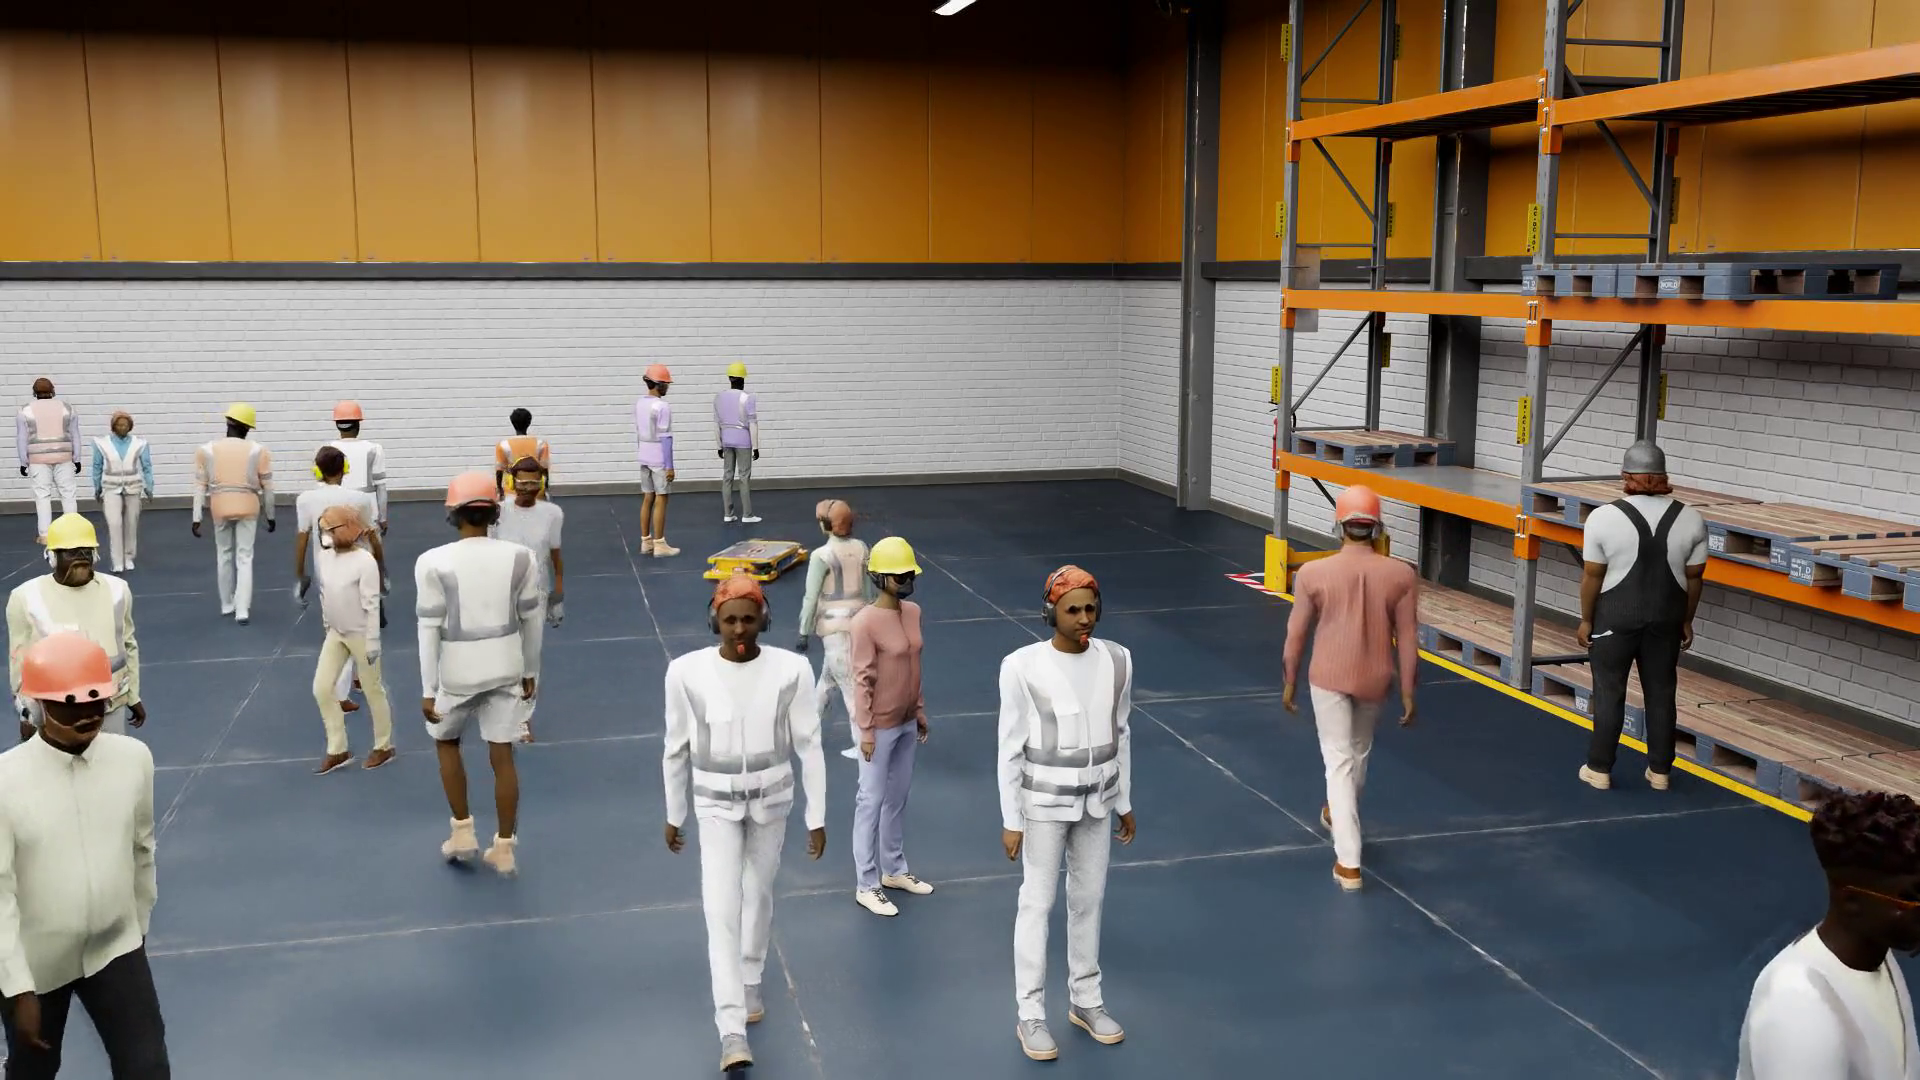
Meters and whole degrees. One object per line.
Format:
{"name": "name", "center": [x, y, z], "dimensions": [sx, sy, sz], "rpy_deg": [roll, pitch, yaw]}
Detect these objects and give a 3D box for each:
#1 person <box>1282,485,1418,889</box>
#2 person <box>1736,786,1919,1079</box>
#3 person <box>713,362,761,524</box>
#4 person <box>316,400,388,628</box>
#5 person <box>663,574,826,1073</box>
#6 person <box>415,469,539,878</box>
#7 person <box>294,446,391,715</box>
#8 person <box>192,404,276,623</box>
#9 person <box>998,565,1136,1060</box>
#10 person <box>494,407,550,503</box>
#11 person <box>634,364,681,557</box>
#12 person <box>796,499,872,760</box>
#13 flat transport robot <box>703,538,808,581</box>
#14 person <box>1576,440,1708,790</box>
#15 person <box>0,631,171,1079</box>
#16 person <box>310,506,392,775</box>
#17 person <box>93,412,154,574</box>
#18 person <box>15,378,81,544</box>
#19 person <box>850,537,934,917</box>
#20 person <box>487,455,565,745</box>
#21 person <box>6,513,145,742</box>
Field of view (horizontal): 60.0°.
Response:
{"name": "person", "center": [1.939, 0.690, 8.338], "dimensions": [0.637, 1.940, 1.014], "rpy_deg": [0, 9, 0]}
{"name": "person", "center": [1.886, 1.474, 3.430], "dimensions": [0.627, 1.934, 0.806], "rpy_deg": [-8, 12, -42]}
{"name": "person", "center": [-2.661, -1.156, 19.888], "dimensions": [0.585, 1.929, 0.371], "rpy_deg": [4, 10, 23]}
{"name": "person", "center": [-5.076, -0.202, 13.911], "dimensions": [0.548, 1.934, 0.376], "rpy_deg": [-4, 10, -24]}
{"name": "person", "center": [-0.807, 1.059, 6.328], "dimensions": [0.610, 1.835, 0.955], "rpy_deg": [-2, 9, -12]}
{"name": "person", "center": [-2.406, 0.655, 8.294], "dimensions": [0.626, 2.018, 0.648], "rpy_deg": [-6, 11, -32]}
{"name": "person", "center": [-4.255, 0.249, 11.500], "dimensions": [0.554, 1.799, 1.007], "rpy_deg": [0, 9, -1]}
{"name": "person", "center": [-6.244, -0.226, 14.308], "dimensions": [0.654, 1.867, 0.817], "rpy_deg": [-2, 9, -14]}
{"name": "person", "center": [0.416, 1.031, 6.379], "dimensions": [0.584, 1.882, 0.349], "rpy_deg": [-5, 10, -27]}
{"name": "person", "center": [-4.321, -0.480, 16.484], "dimensions": [0.536, 1.671, 0.787], "rpy_deg": [-4, 10, -23]}
{"name": "person", "center": [-3.184, -0.840, 17.590], "dimensions": [0.398, 2.034, 0.608], "rpy_deg": [-8, 12, -40]}
{"name": "person", "center": [-0.822, 0.542, 10.287], "dimensions": [0.831, 1.591, 0.541], "rpy_deg": [6, 11, 32]}
{"name": "flat transport robot", "center": [-2.025, 0.189, 16.649], "dimensions": [0.652, 0.197, 1.431], "rpy_deg": [2, 9, 10]}
{"name": "person", "center": [3.907, 0.428, 9.648], "dimensions": [0.689, 2.000, 0.539], "rpy_deg": [1, 9, 4]}
{"name": "person", "center": [-2.578, 1.232, 4.927], "dimensions": [1.033, 1.934, 0.609], "rpy_deg": [6, 11, 35]}
{"name": "person", "center": [-3.669, 0.603, 9.887], "dimensions": [0.536, 1.601, 0.631], "rpy_deg": [5, 10, 28]}
{"name": "person", "center": [-8.291, -0.459, 16.515], "dimensions": [0.535, 1.596, 0.811], "rpy_deg": [-6, 11, -31]}
{"name": "person", "center": [-10.067, -0.874, 18.401], "dimensions": [0.633, 1.839, 0.429], "rpy_deg": [-7, 11, -37]}
{"name": "person", "center": [-0.319, 0.858, 7.825], "dimensions": [0.309, 1.769, 0.523], "rpy_deg": [5, 11, 30]}
{"name": "person", "center": [-2.770, 0.378, 10.558], "dimensions": [0.548, 1.846, 0.415], "rpy_deg": [-4, 10, -22]}
{"name": "person", "center": [-4.276, 0.779, 8.093], "dimensions": [0.403, 1.837, 0.586], "rpy_deg": [8, 12, 42]}
